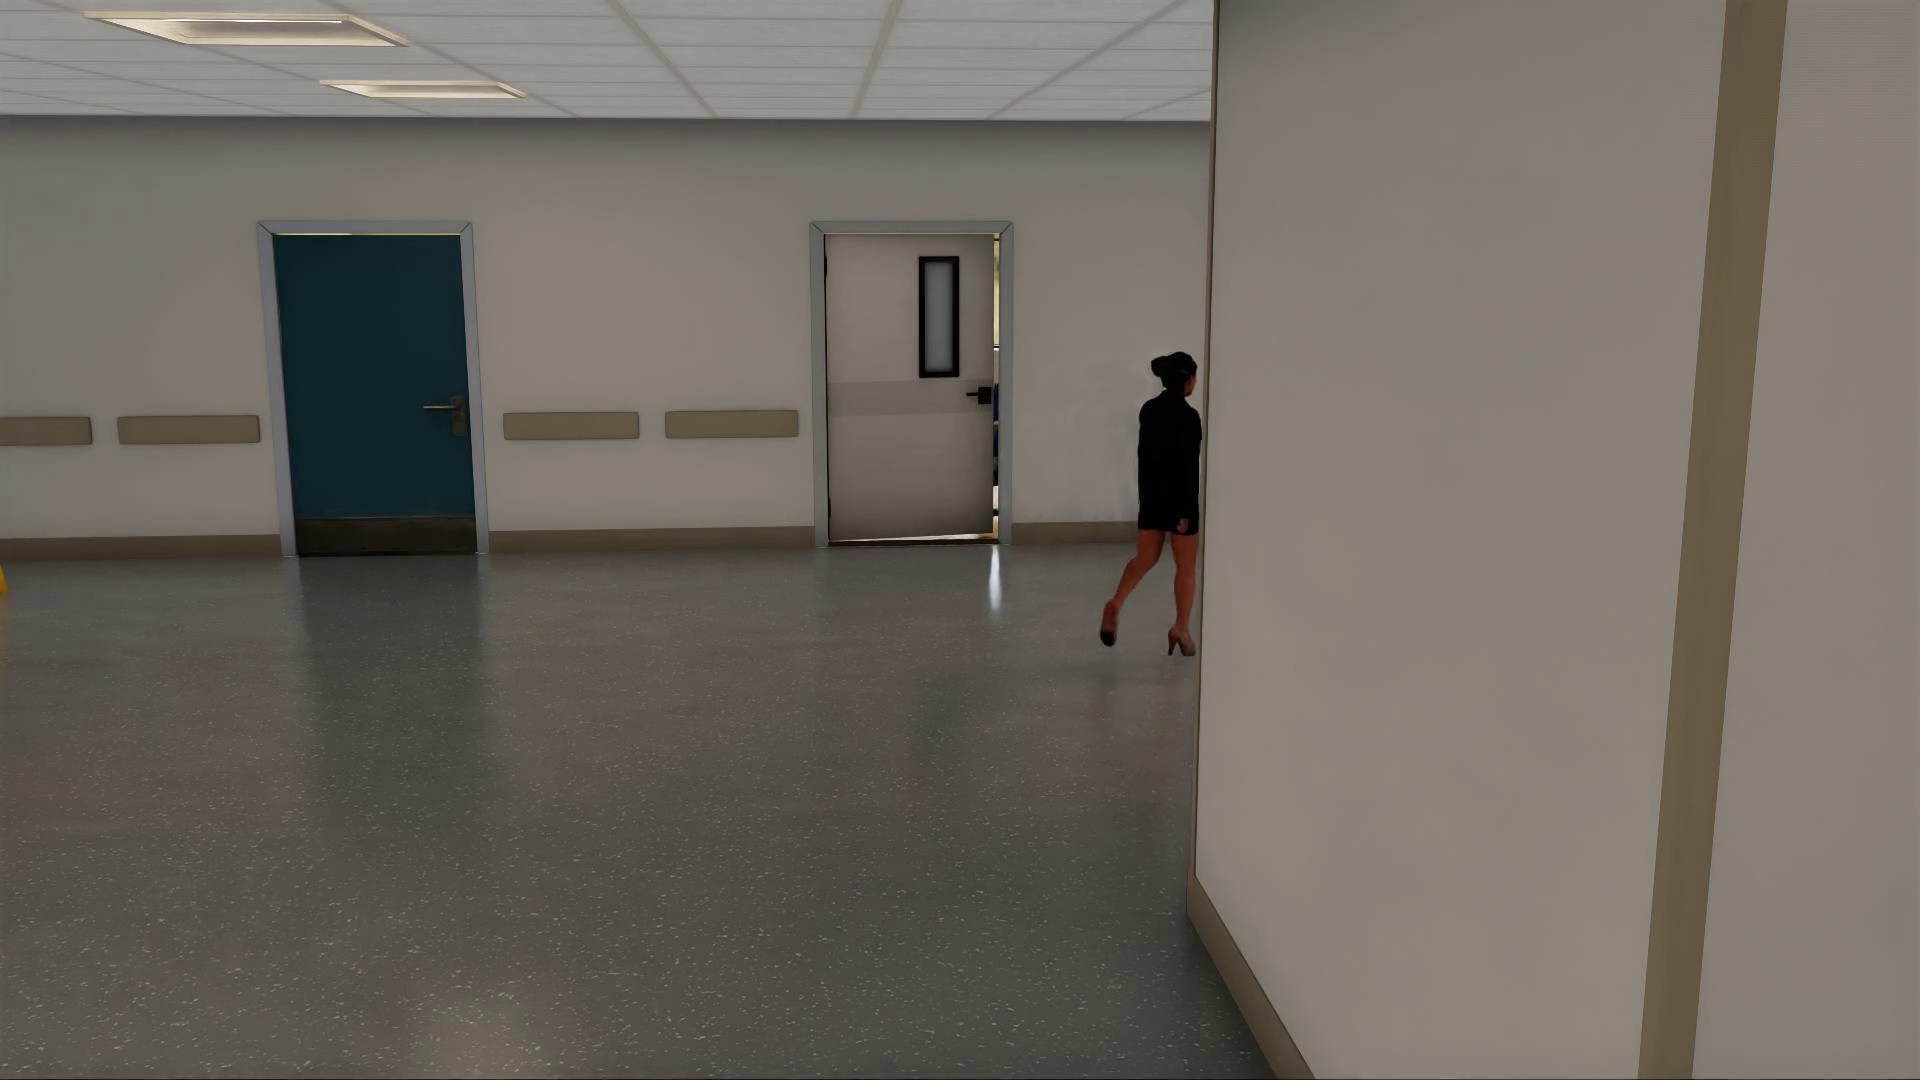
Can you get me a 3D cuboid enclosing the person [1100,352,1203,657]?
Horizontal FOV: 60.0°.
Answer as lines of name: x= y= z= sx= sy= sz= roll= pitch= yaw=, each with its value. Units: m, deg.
person: x=1.032 y=-0.146 z=8.646 sx=0.991 sy=1.623 sz=0.879 roll=-10 pitch=14 yaw=-42
